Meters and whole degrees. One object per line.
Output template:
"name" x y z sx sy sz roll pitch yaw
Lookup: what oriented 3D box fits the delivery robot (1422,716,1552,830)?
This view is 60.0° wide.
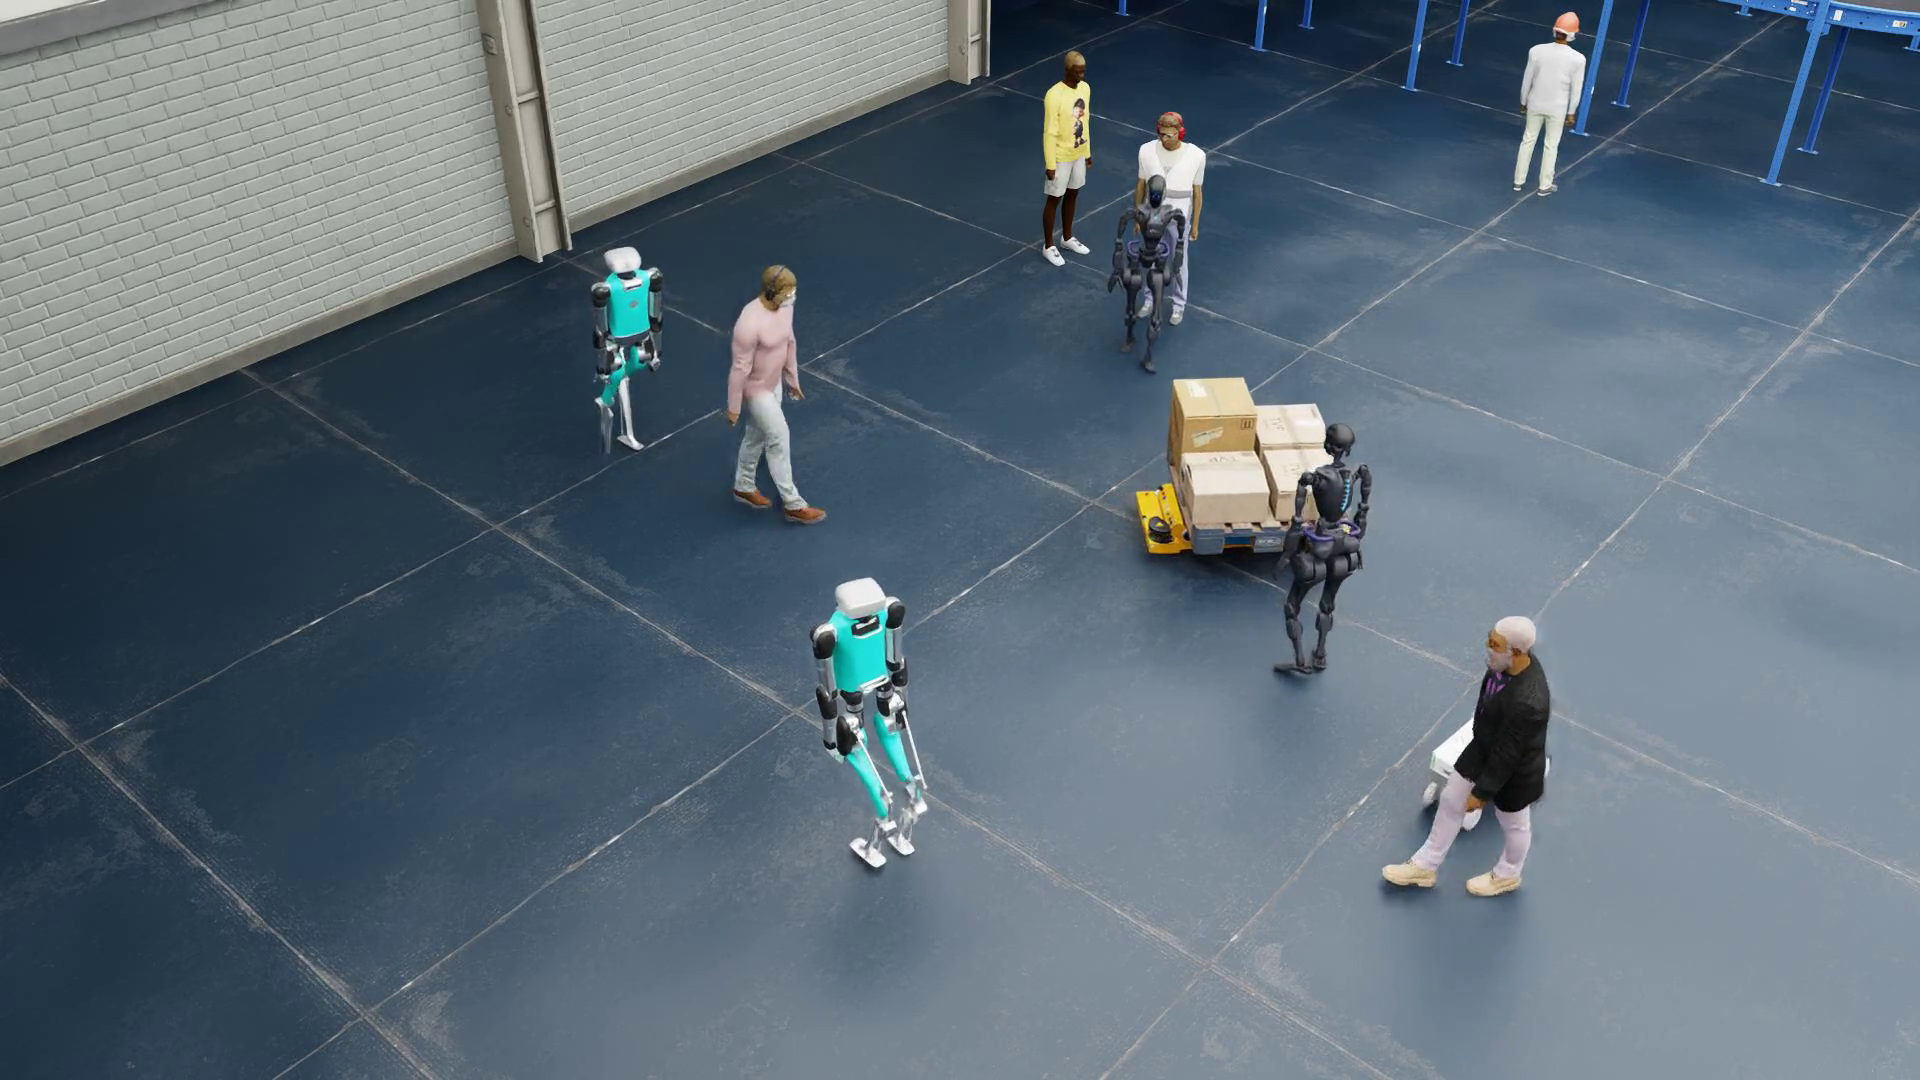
"delivery robot" 2.972 1.225 9.409 0.769 0.580 0.499 -29 45 -34

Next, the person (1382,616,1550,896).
"person" 2.636 1.139 8.445 0.849 1.818 0.539 -5 36 -7

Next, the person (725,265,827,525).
"person" -1.244 -0.994 11.398 0.889 1.883 0.693 11 37 14

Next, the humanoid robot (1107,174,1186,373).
"humanoid robot" 1.485 -2.138 13.188 0.608 1.627 0.685 -2 35 -2

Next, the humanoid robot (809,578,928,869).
"humanoid robot" -0.391 1.042 8.633 0.530 1.766 0.676 -23 41 -29

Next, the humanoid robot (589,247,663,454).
"humanoid robot" -2.470 -1.330 12.095 0.530 1.887 0.775 -23 41 -28

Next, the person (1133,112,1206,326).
"person" 1.723 -2.684 13.813 0.566 1.832 0.404 13 38 18

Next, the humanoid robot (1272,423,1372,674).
"humanoid robot" 2.206 0.072 10.075 0.618 1.631 0.440 -15 38 -19

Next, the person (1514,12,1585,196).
"person" 5.668 -4.197 16.000 0.561 1.751 0.340 24 42 29

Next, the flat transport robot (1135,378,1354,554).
"flat transport robot" 1.989 -0.186 11.649 1.431 0.231 0.659 -2 36 -3

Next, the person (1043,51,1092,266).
"person" 0.949 -3.398 14.754 0.539 1.901 0.377 -29 45 -34
